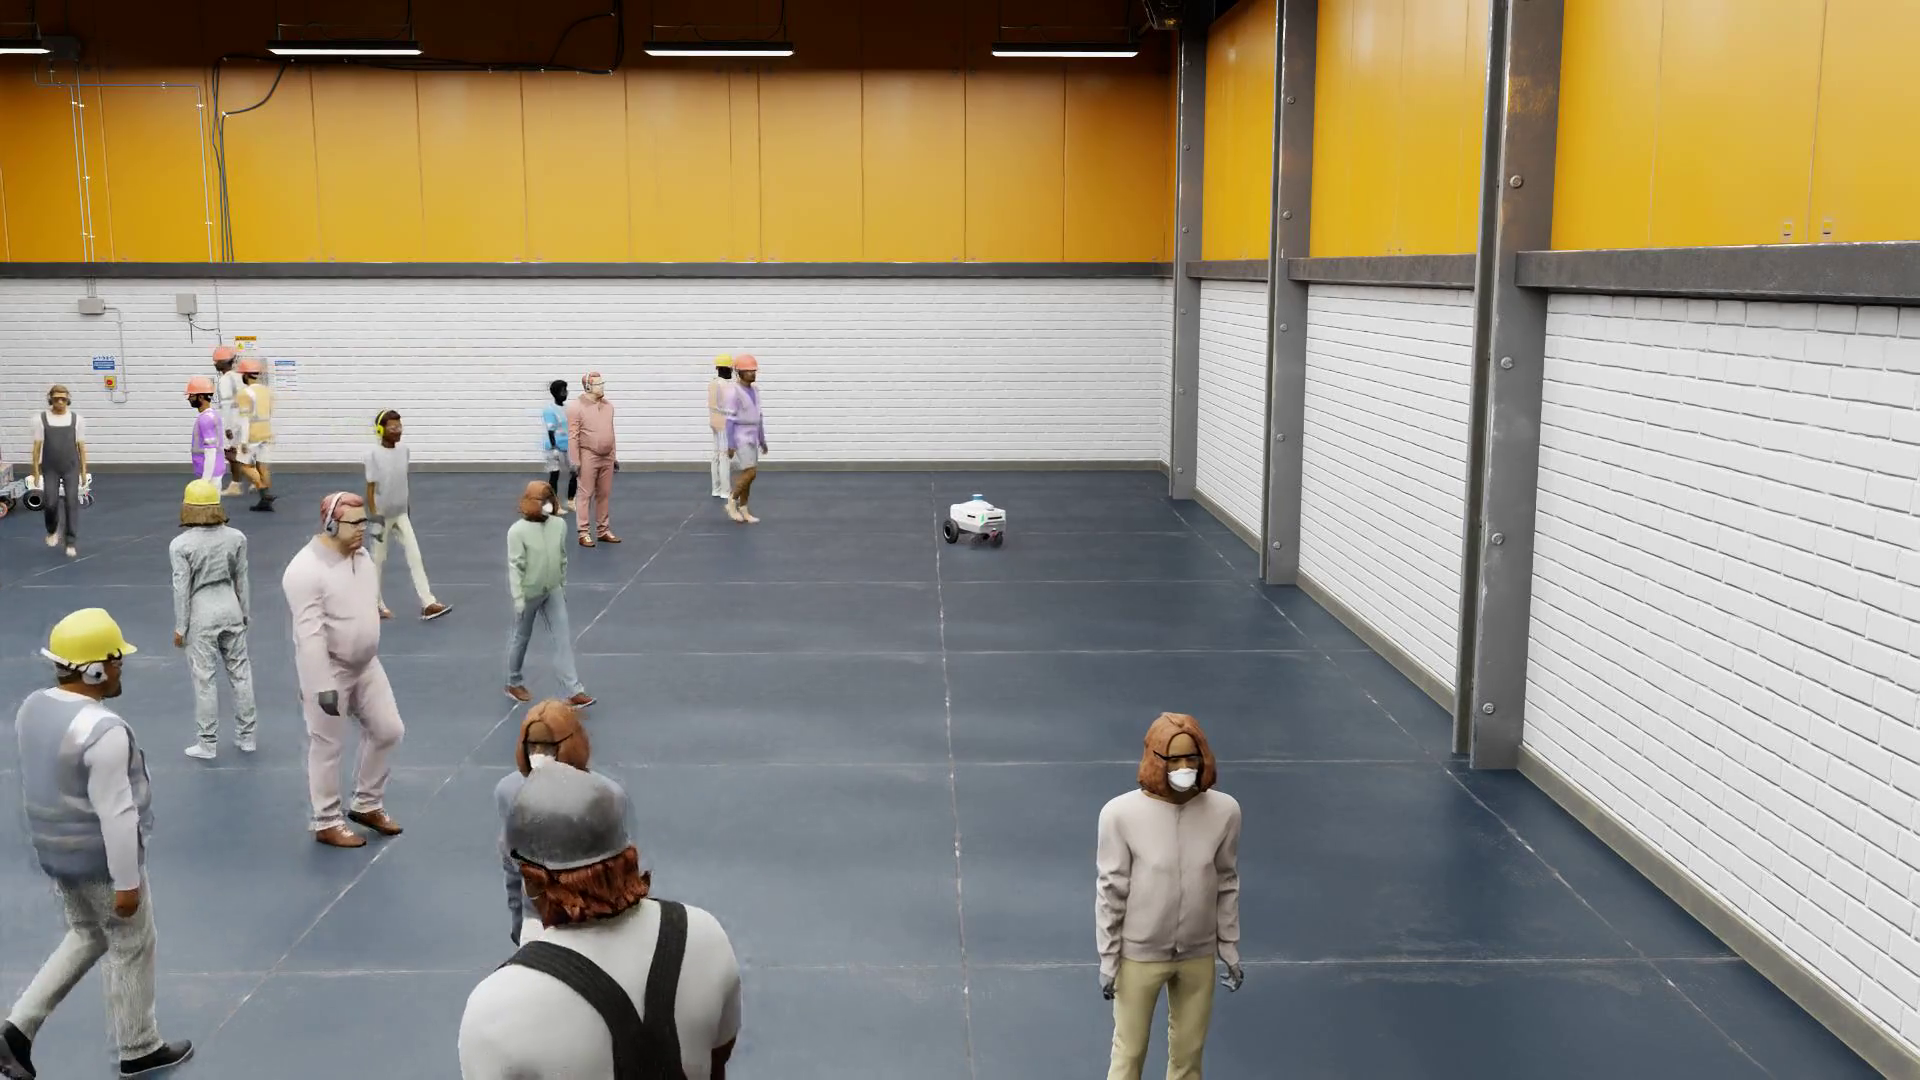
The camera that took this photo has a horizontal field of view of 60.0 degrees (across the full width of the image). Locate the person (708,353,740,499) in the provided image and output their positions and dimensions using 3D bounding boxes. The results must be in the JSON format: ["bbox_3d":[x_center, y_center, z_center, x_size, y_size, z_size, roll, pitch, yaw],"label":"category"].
[{"bbox_3d":[-3.121,-1.505,21.996,0.370,1.928,0.585,-6,11,-31],"label":"person"}]

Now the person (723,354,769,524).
[{"bbox_3d":[-2.522,-1.186,19.708,0.426,2.031,0.602,4,10,23],"label":"person"}]

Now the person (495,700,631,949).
[{"bbox_3d":[-1.353,1.317,5.772,0.518,1.579,0.902,2,9,10],"label":"person"}]

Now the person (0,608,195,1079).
[{"bbox_3d":[-3.215,1.149,6.073,0.602,1.810,0.613,6,11,33],"label":"person"}]

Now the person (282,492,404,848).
[{"bbox_3d":[-3.196,0.690,8.675,0.531,1.885,0.642,3,10,20],"label":"person"}]

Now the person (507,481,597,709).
[{"bbox_3d":[-2.876,0.379,11.467,0.880,1.583,0.518,8,12,40],"label":"person"}]

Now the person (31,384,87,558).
[{"bbox_3d":[-9.512,-0.735,17.582,0.540,1.831,0.522,-6,11,-34],"label":"person"}]

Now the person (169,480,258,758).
[{"bbox_3d":[-4.657,0.496,10.350,0.399,1.747,0.490,7,11,36],"label":"person"}]

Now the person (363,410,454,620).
[{"bbox_3d":[-4.794,-0.194,14.242,0.951,1.827,0.560,6,11,31],"label":"person"}]

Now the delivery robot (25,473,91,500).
[{"bbox_3d":[-11.420,-0.717,21.080,0.707,0.478,0.477,-3,10,-16],"label":"delivery robot"}]

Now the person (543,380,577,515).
[{"bbox_3d":[-4.858,-1.123,20.396,0.530,1.673,0.545,4,10,25],"label":"person"}]

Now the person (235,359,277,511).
[{"bbox_3d":[-8.782,-1.293,20.714,0.418,1.920,0.565,2,10,15],"label":"person"}]

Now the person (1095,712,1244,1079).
[{"bbox_3d":[0.677,1.351,5.381,0.498,1.634,0.279,-3,10,-15],"label":"person"}]

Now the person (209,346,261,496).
[{"bbox_3d":[-9.611,-1.567,22.088,0.588,2.025,0.616,-1,9,-5],"label":"person"}]

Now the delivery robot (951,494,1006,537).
[{"bbox_3d":[0.199,-0.257,18.259,0.477,0.478,0.707,-6,11,-31],"label":"delivery robot"}]

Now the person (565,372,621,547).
[{"bbox_3d":[-4.002,-0.887,18.269,0.409,1.908,0.652,7,11,36],"label":"person"}]

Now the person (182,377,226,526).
[{"bbox_3d":[-7.725,-0.704,17.059,0.357,1.937,0.551,-3,10,-20],"label":"person"}]
